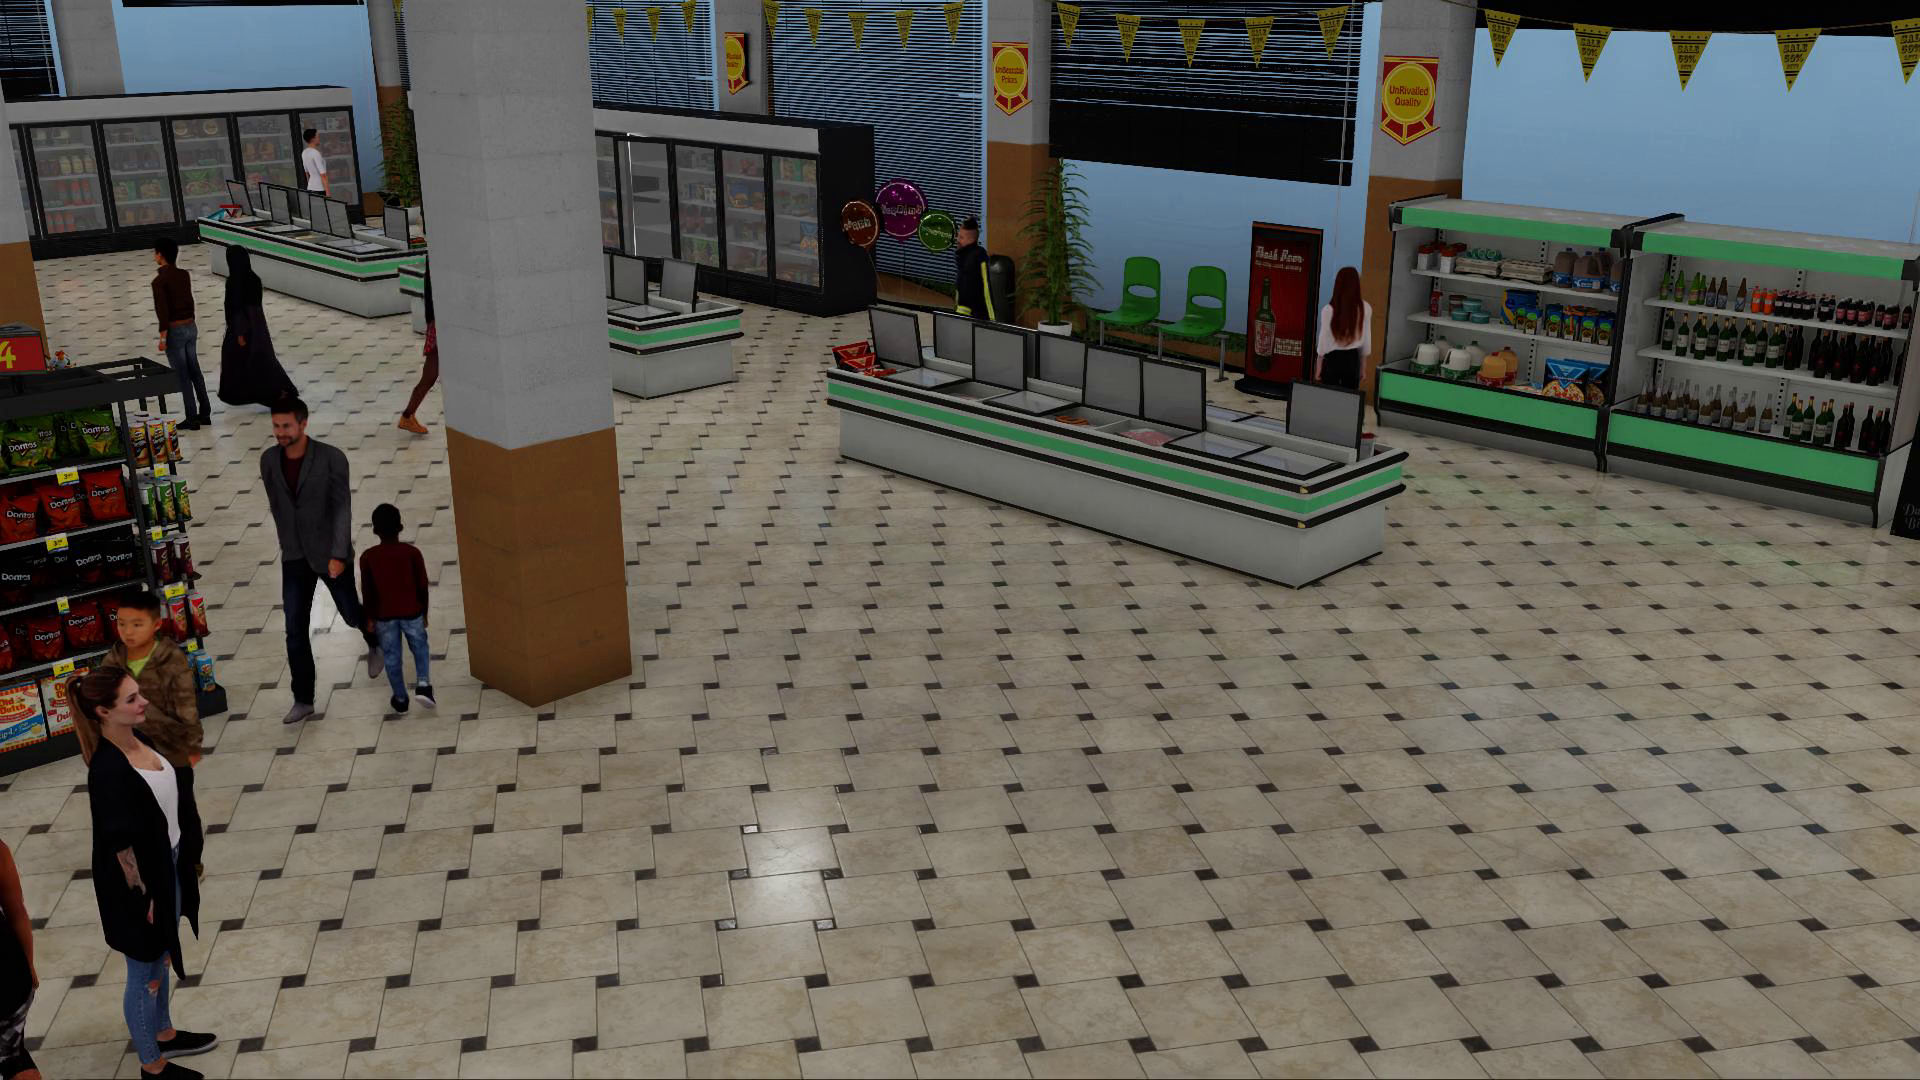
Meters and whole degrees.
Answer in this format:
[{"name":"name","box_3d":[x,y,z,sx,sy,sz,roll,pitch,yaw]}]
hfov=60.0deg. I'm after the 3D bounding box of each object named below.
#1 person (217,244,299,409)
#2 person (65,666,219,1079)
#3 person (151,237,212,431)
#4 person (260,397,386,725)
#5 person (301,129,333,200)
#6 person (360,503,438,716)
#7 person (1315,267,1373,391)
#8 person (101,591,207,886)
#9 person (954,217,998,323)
[{"name":"person","box_3d":[-6.832,-2.051,16.114,1.193,1.605,0.896,7,20,20]},{"name":"person","box_3d":[-3.055,1.252,6.194,0.781,1.683,0.687,-3,19,-10]},{"name":"person","box_3d":[-7.236,-1.912,15.428,0.715,1.780,0.720,4,19,11]},{"name":"person","box_3d":[-3.613,0.069,9.473,1.227,1.830,1.252,1,19,2]},{"name":"person","box_3d":[-9.917,-5.411,25.692,0.514,1.852,0.733,16,24,38]},{"name":"person","box_3d":[-3.158,0.416,9.357,0.601,1.246,0.667,-8,20,-23]},{"name":"person","box_3d":[3.222,-1.394,13.942,0.836,1.747,0.930,-4,19,-11]},{"name":"person","box_3d":[-3.649,0.899,7.613,0.743,1.446,0.804,-1,19,-3]},{"name":"person","box_3d":[0.239,-2.206,16.222,1.271,1.828,1.182,2,19,6]}]
